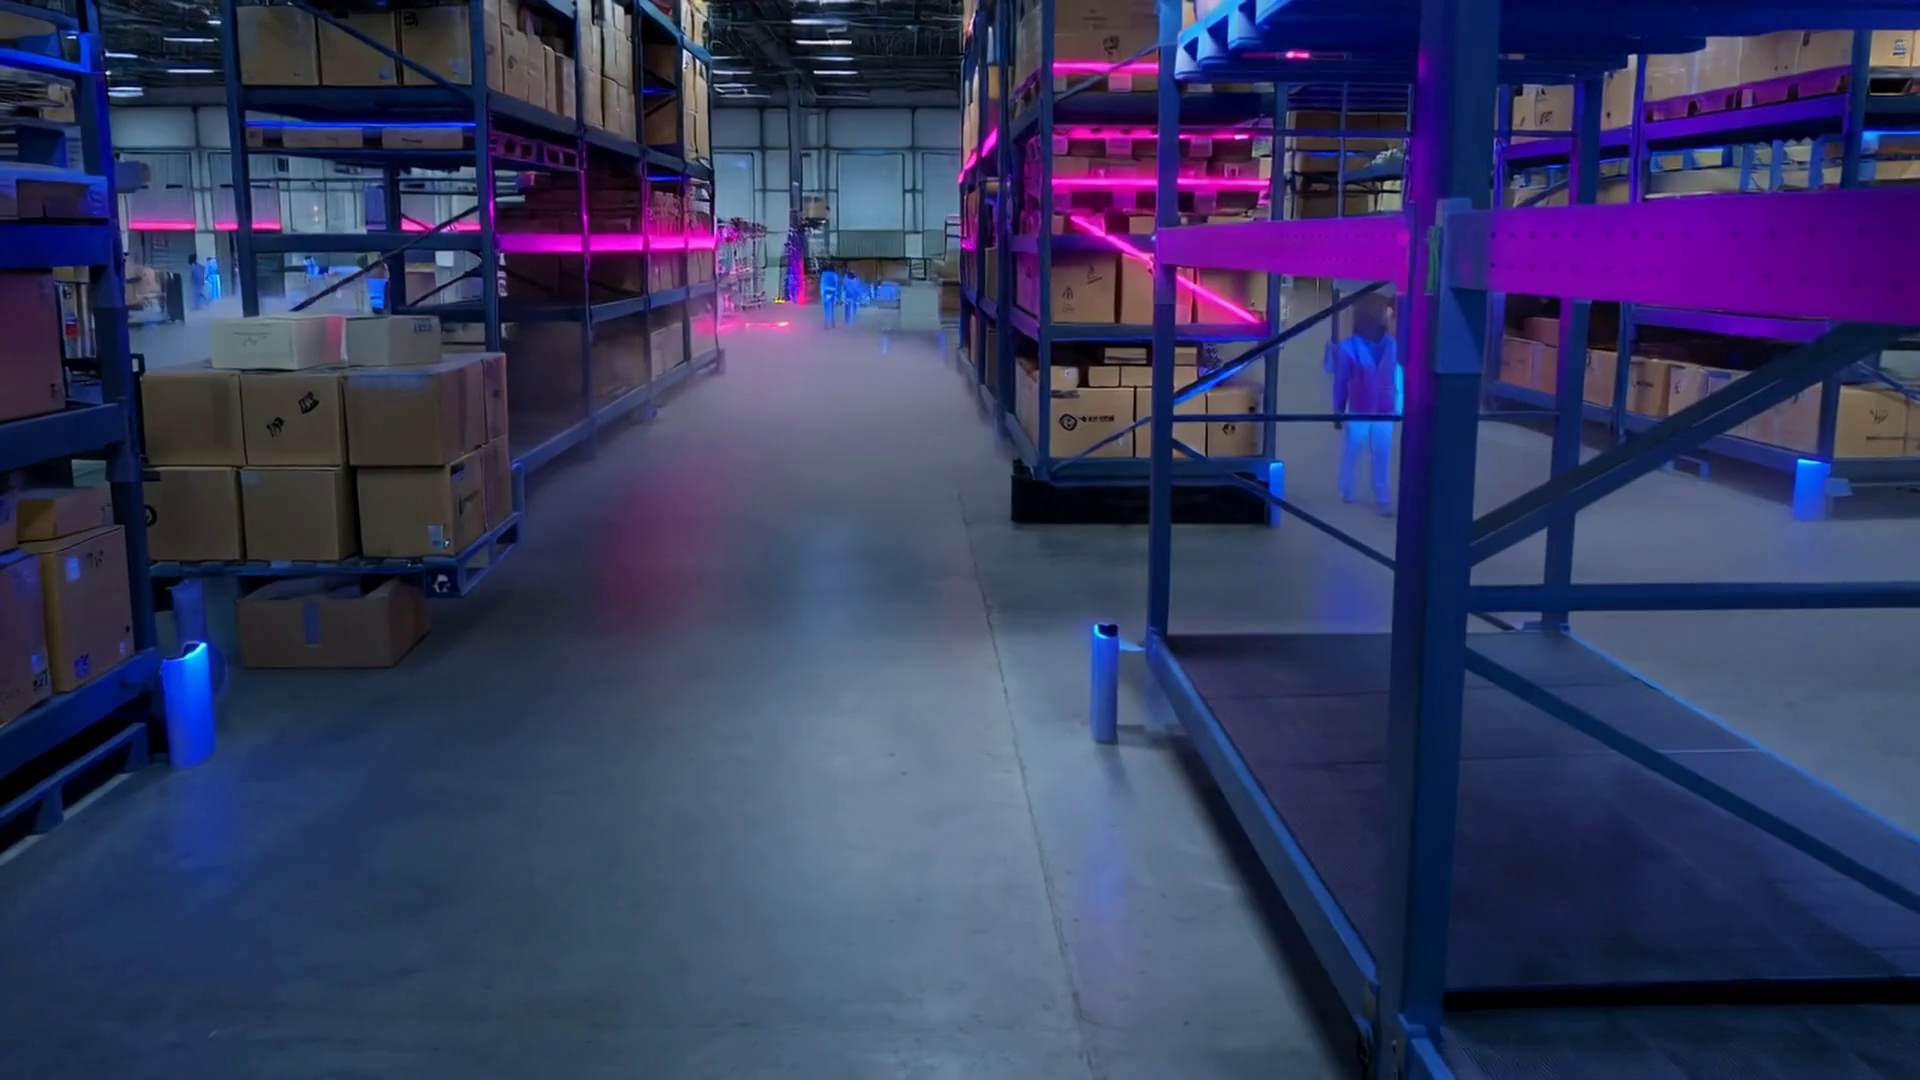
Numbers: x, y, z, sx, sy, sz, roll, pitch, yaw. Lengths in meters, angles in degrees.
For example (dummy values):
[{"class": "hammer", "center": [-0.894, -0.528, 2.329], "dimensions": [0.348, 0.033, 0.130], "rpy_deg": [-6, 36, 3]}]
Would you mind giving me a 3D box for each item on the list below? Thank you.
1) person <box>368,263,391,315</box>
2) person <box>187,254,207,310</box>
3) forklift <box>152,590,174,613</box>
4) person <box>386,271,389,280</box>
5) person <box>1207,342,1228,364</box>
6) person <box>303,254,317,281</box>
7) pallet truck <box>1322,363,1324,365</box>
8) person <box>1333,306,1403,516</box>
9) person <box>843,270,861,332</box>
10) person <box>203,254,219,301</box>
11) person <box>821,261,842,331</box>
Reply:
[{"class": "person", "center": [-11.988, -4.773, 34.394], "dimensions": [0.597, 1.916, 0.372], "rpy_deg": [6, 12, 30]}, {"class": "person", "center": [-26.179, -8.837, 57.020], "dimensions": [0.530, 1.920, 0.569], "rpy_deg": [-10, 14, -44]}, {"class": "forklift", "center": [-5.858, -0.811, 9.639], "dimensions": [1.873, 2.768, 1.129], "rpy_deg": [-1, 10, -3]}, {"class": "person", "center": [-18.762, -8.391, 55.191], "dimensions": [0.321, 1.690, 0.533], "rpy_deg": [8, 13, 37]}, {"class": "person", "center": [4.980, -4.371, 31.967], "dimensions": [0.393, 1.985, 0.610], "rpy_deg": [8, 13, 39]}, {"class": "person", "center": [-25.305, -10.205, 64.865], "dimensions": [0.429, 1.842, 0.637], "rpy_deg": [1, 10, 7]}, {"class": "pallet truck", "center": [7.712, -4.157, 30.737], "dimensions": [1.885, 1.965, 0.823], "rpy_deg": [3, 11, 16]}, {"class": "person", "center": [3.560, -1.151, 14.564], "dimensions": [0.641, 1.798, 0.963], "rpy_deg": [-1, 10, -4]}, {"class": "person", "center": [-2.811, -6.238, 43.445], "dimensions": [0.523, 1.593, 0.862], "rpy_deg": [2, 10, 13]}, {"class": "person", "center": [-29.601, -10.359, 65.721], "dimensions": [0.429, 1.845, 0.621], "rpy_deg": [8, 13, 39]}, {"class": "person", "center": [-3.409, -6.466, 44.094], "dimensions": [0.593, 1.826, 1.007], "rpy_deg": [1, 10, 5]}]
